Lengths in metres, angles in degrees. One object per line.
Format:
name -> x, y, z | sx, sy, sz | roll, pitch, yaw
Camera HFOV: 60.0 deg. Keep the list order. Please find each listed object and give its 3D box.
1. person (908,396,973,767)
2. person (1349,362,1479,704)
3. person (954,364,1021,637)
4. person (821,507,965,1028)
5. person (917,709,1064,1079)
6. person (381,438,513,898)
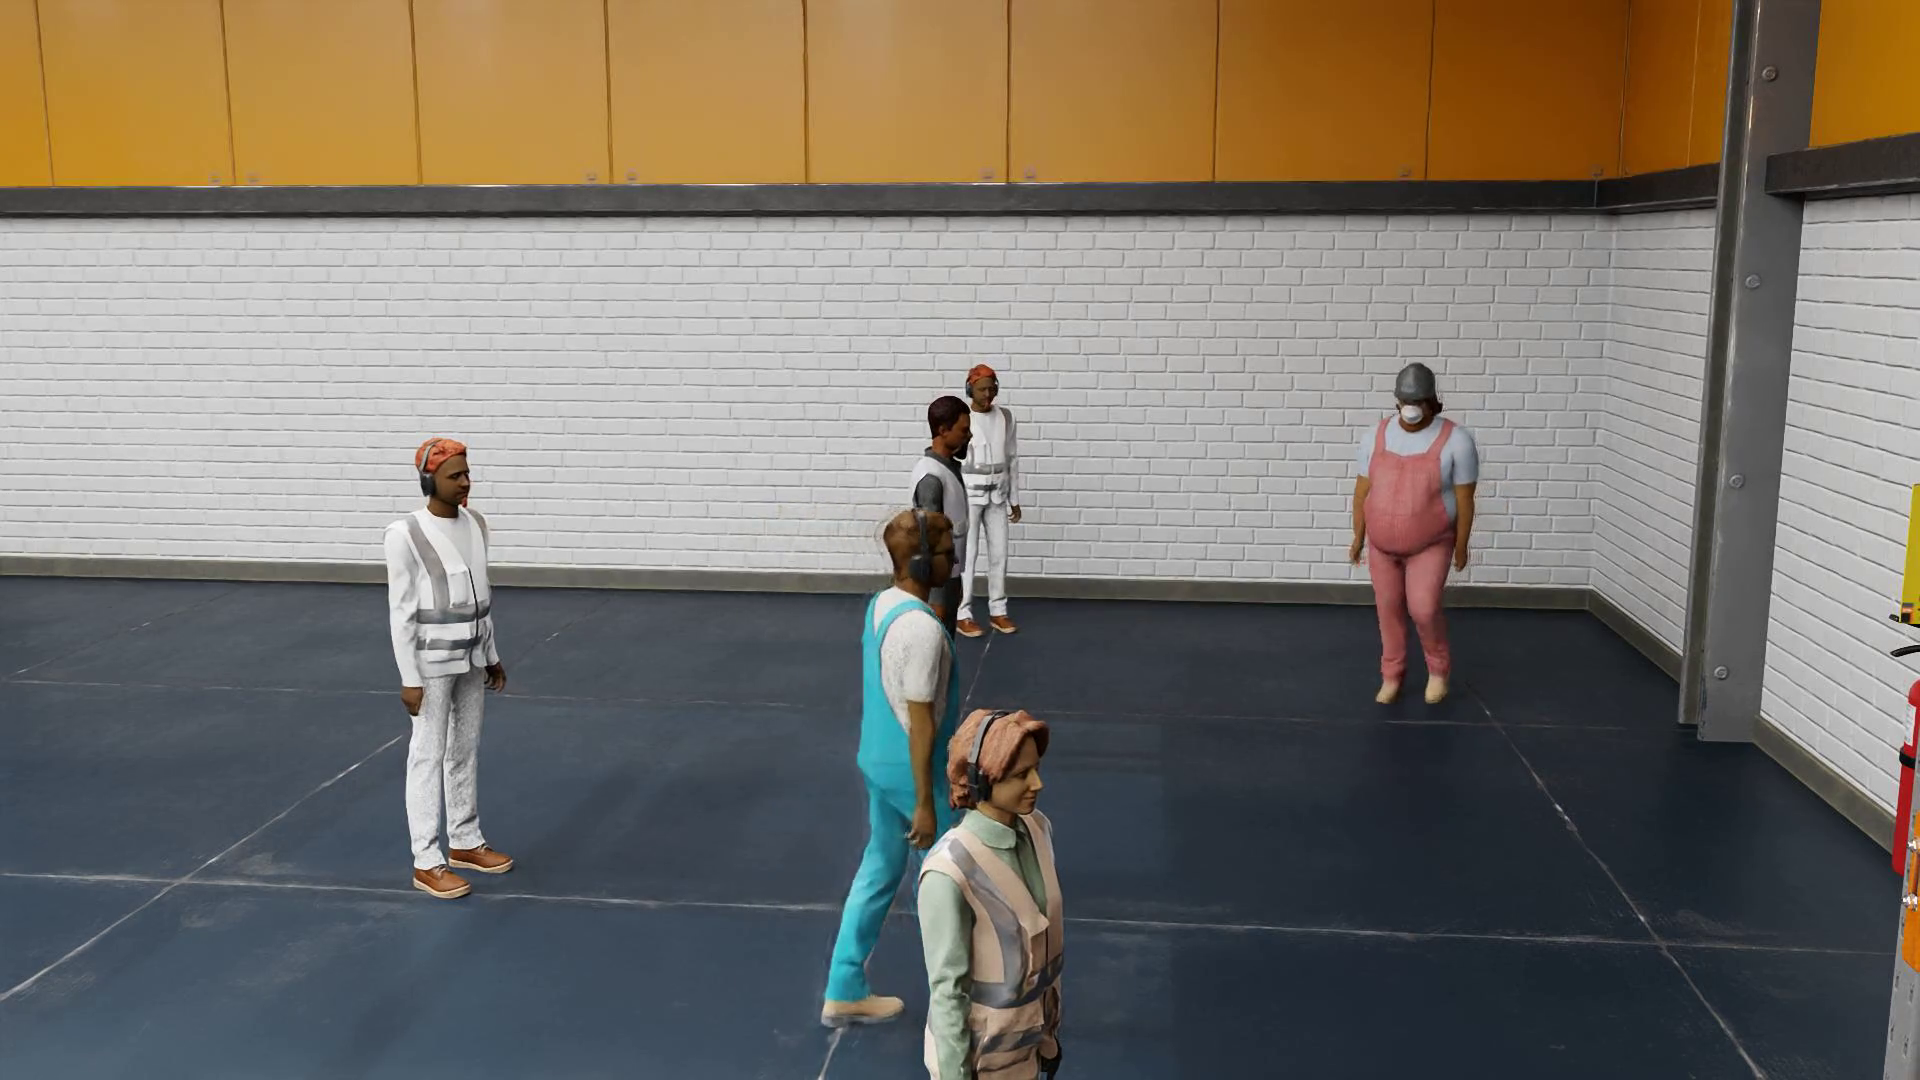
person -> -0.117, 0.213, 8.565 | 0.387, 1.913, 0.587 | 1, 10, 7
person -> 2.589, -0.038, 9.627 | 0.687, 2.000, 0.544 | 7, 12, 36
person -> 0.144, -0.269, 11.437 | 0.584, 1.877, 0.356 | -5, 11, -28
person -> -0.112, 0.783, 5.598 | 0.743, 1.814, 0.533 | -5, 11, -25
person -> 0.074, 1.182, 3.792 | 0.307, 1.641, 0.514 | 5, 11, 26
person -> -2.118, 0.517, 6.906 | 0.353, 1.883, 0.572 | 4, 11, 22
